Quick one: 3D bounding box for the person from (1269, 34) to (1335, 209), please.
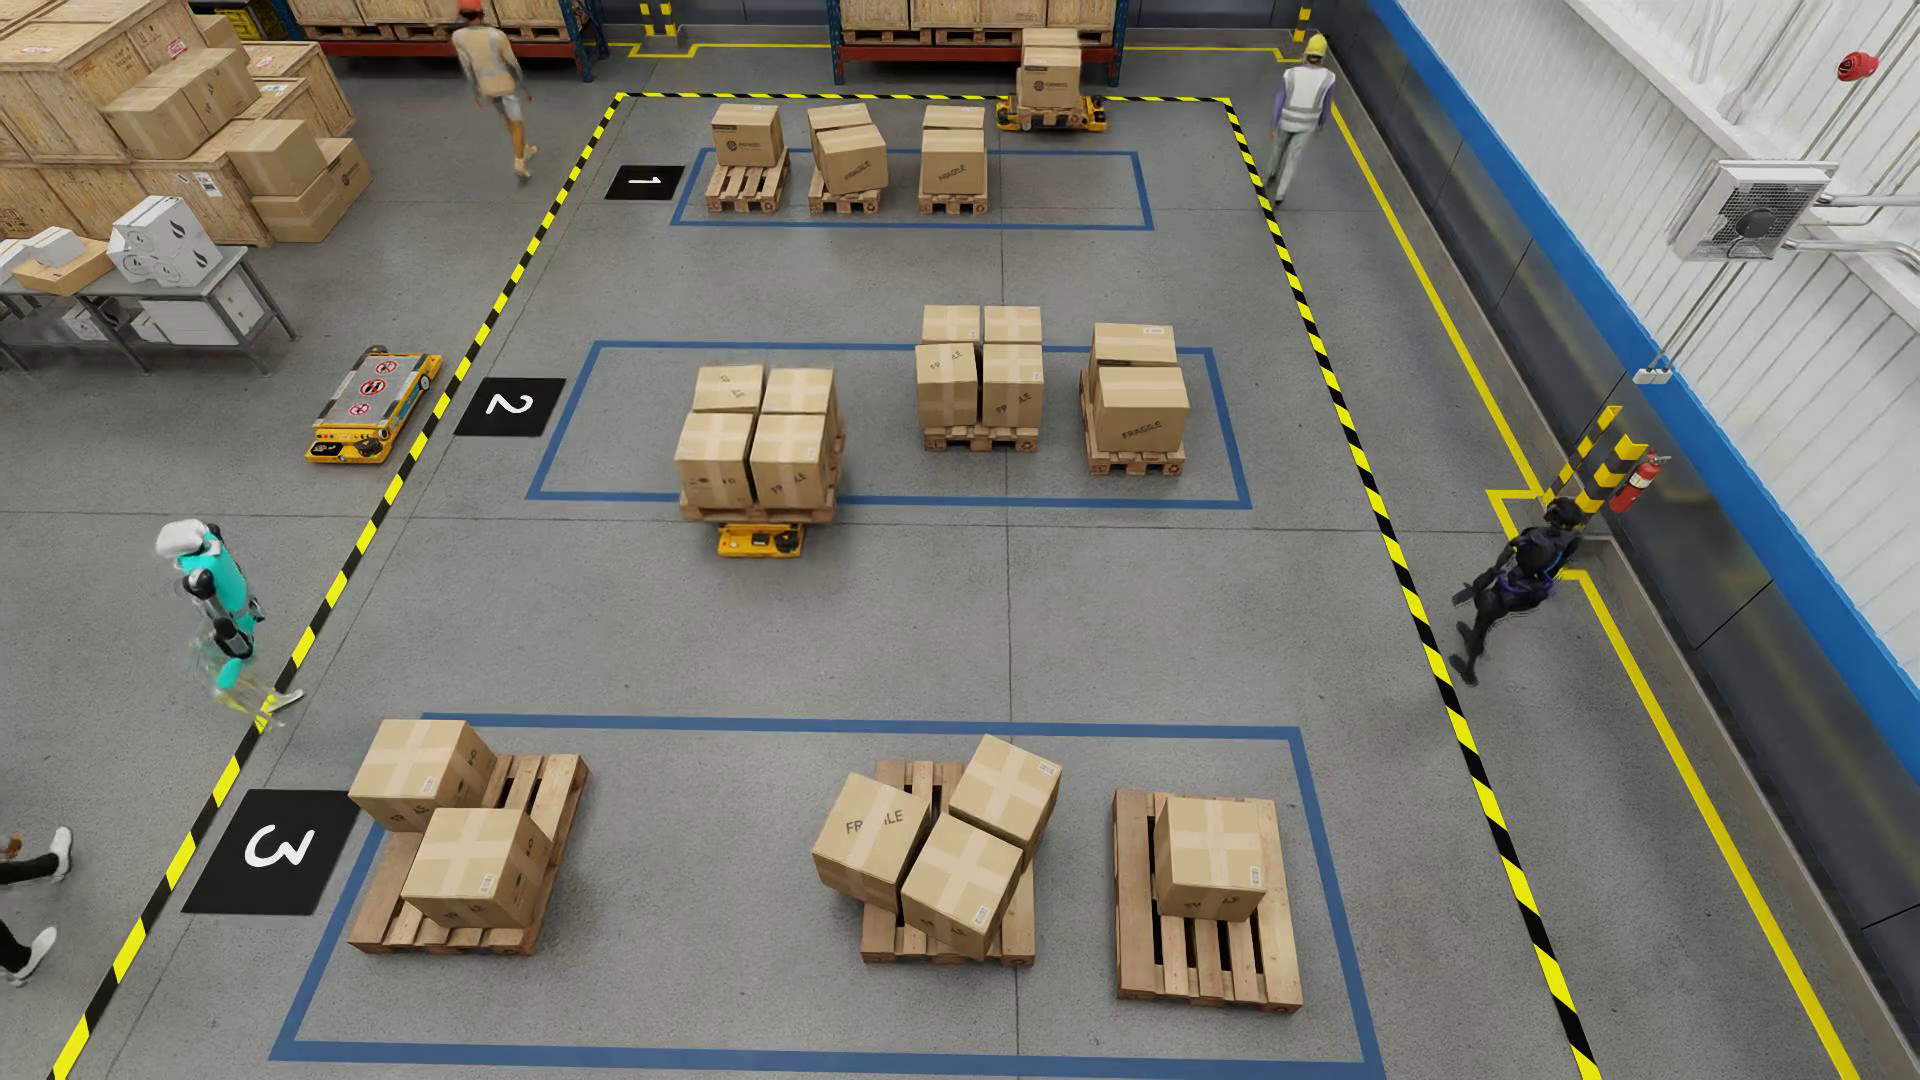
[{"bbox_3d":[3.859,-4.793,10.428,0.604,1.785,0.930,18,52,15],"label":"person"}]

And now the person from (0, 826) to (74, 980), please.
[{"bbox_3d":[-5.492,1.673,4.939,0.621,1.805,0.930,-4,50,-3],"label":"person"}]

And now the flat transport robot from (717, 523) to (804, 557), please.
[{"bbox_3d":[-1.601,-0.464,7.741,0.652,0.197,1.431,1,50,1],"label":"flat transport robot"}]

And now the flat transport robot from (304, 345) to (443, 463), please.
[{"bbox_3d":[-5.383,-1.269,8.441,0.659,0.231,1.431,1,50,1],"label":"flat transport robot"}]

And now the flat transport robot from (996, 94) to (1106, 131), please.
[{"bbox_3d":[1.197,-5.688,12.161,1.431,0.197,0.652,1,50,1],"label":"flat transport robot"}]

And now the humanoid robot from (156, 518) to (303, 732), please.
[{"bbox_3d":[-4.790,0.612,5.908,0.811,1.793,0.535,-18,52,-15],"label":"humanoid robot"}]

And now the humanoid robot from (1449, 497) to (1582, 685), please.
[{"bbox_3d":[3.685,0.319,6.180,0.599,1.645,0.566,-8,50,-6],"label":"humanoid robot"}]

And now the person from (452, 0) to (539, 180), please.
[{"bbox_3d":[-5.394,-5.261,10.683,0.624,2.015,0.942,-2,50,-1],"label":"person"}]
